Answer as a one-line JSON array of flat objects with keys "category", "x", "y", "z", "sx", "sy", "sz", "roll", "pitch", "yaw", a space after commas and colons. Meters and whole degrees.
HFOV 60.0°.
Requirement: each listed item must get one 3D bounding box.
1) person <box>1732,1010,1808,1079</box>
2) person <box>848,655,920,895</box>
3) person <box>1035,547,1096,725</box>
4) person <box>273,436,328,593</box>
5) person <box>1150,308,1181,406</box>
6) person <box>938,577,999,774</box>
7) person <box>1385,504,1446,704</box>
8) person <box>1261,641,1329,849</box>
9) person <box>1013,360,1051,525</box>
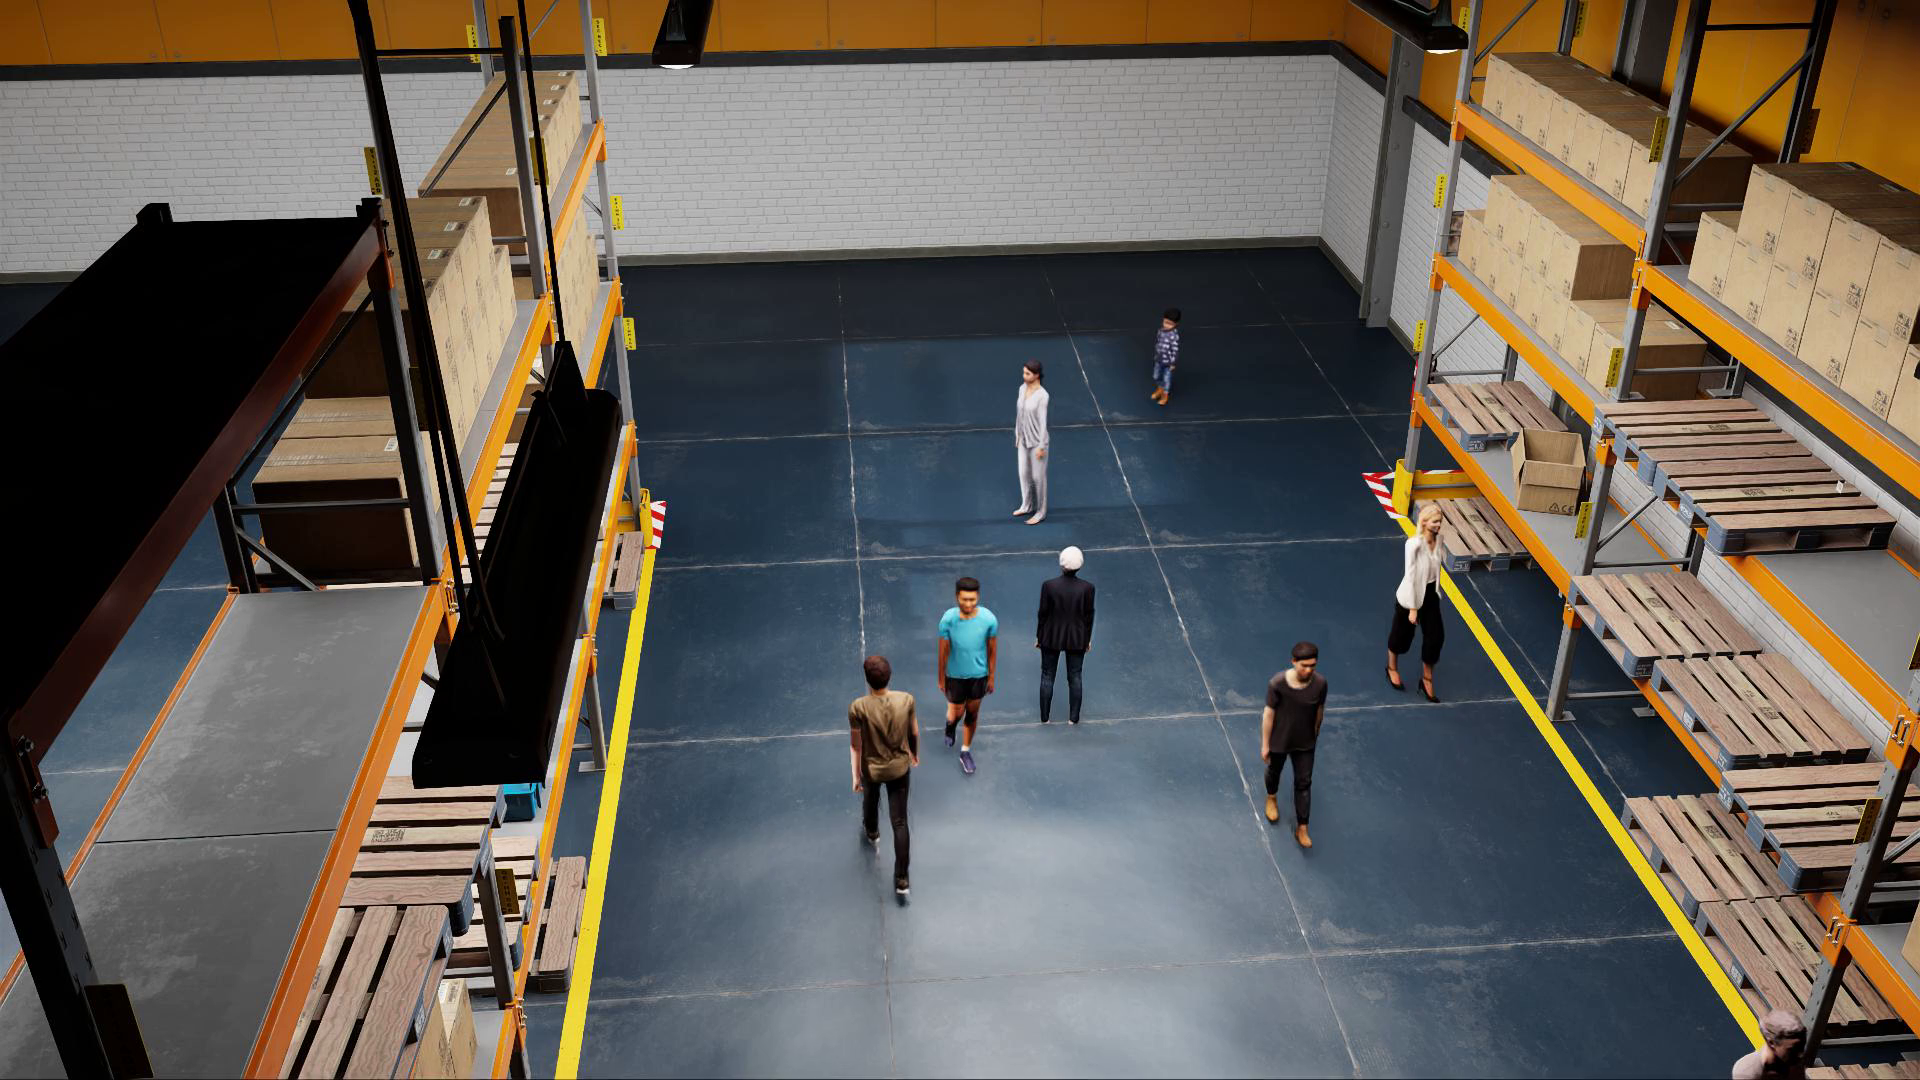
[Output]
[{"category": "person", "x": 4.304, "y": 3.294, "z": 9.108, "sx": 0.767, "sy": 1.876, "sz": 0.766, "roll": -17, "pitch": 33, "yaw": -28}, {"category": "person", "x": -0.525, "y": 1.721, "z": 12.069, "sx": 0.798, "sy": 1.802, "sz": 1.282, "roll": -6, "pitch": 29, "yaw": -11}, {"category": "person", "x": 0.824, "y": 0.839, "z": 13.954, "sx": 0.753, "sy": 1.778, "sz": 0.635, "roll": 2, "pitch": 29, "yaw": 4}, {"category": "person", "x": -6.213, "y": -0.178, "z": 15.612, "sx": 0.846, "sy": 1.743, "sz": 0.715, "roll": 10, "pitch": 30, "yaw": 17}, {"category": "person", "x": 2.467, "y": -2.205, "z": 19.845, "sx": 0.676, "sy": 1.247, "sz": 0.607, "roll": -18, "pitch": 33, "yaw": -29}, {"category": "person", "x": 0.043, "y": 1.028, "z": 13.381, "sx": 0.633, "sy": 1.762, "sz": 0.738, "roll": -3, "pitch": 29, "yaw": -5}, {"category": "person", "x": 3.849, "y": 0.507, "z": 14.255, "sx": 0.815, "sy": 1.840, "sz": 0.932, "roll": -15, "pitch": 32, "yaw": -26}, {"category": "person", "x": 2.503, "y": 1.446, "z": 12.698, "sx": 0.695, "sy": 1.683, "sz": 0.988, "roll": 1, "pitch": 29, "yaw": 2}, {"category": "person", "x": 0.760, "y": -1.029, "z": 17.141, "sx": 0.727, "sy": 1.773, "sz": 0.633, "roll": -21, "pitch": 35, "yaw": -33}]
